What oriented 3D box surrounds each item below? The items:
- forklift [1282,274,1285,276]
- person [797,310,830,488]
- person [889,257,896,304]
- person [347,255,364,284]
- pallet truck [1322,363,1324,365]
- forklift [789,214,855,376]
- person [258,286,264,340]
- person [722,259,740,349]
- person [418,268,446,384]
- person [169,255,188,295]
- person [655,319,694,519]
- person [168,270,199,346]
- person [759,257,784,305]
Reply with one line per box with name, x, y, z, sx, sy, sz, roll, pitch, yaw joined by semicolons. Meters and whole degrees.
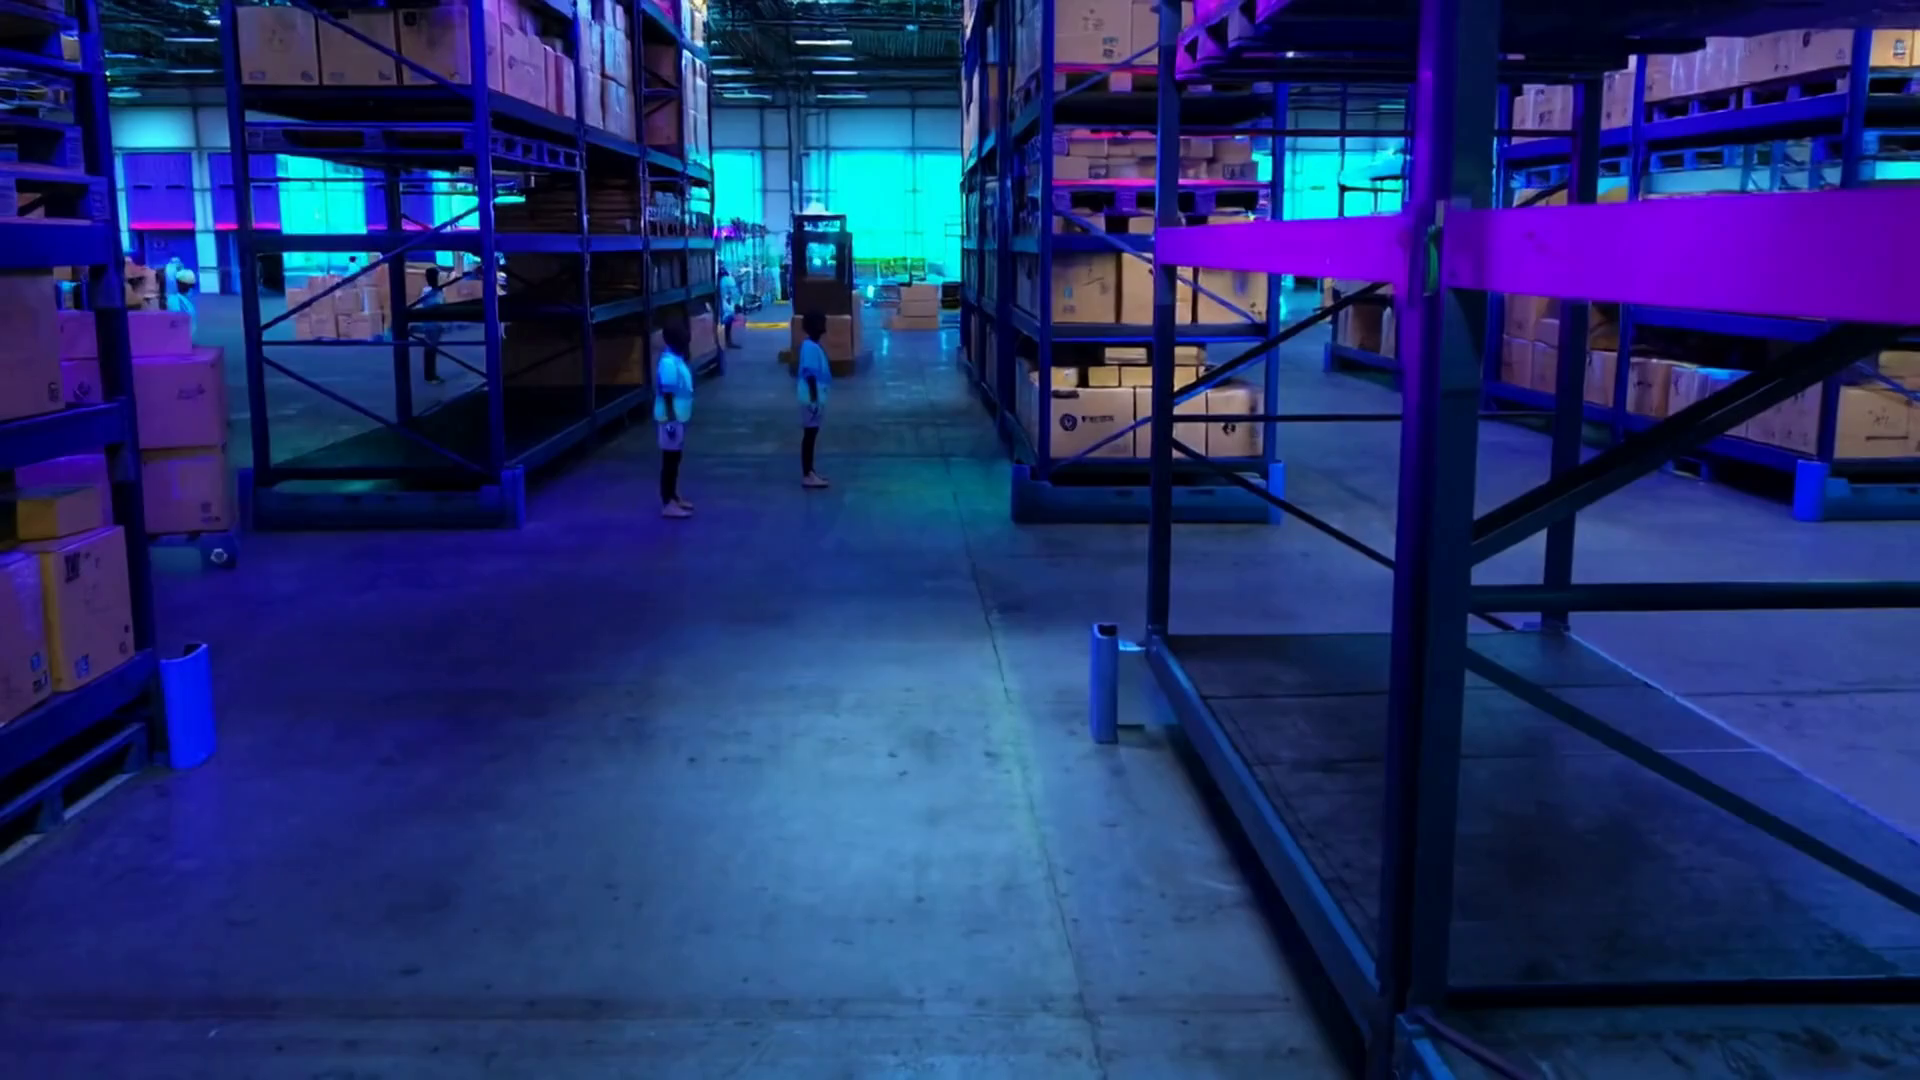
forklift;12.240;-10.302;62.509;1.129;2.768;1.873;0;10;-2
person;-1.402;-1.349;15.942;0.319;1.694;0.532;0;10;-2
person;-2.527;-9.821;63.004;0.295;1.744;0.484;0;10;-2
person;-22.534;-9.714;62.085;1.030;1.869;0.570;4;11;23
pallet truck;7.712;-4.157;30.737;1.885;1.965;0.823;3;11;16
forklift;-2.439;-4.342;29.308;1.129;2.768;1.873;0;10;-2
person;-16.728;-5.559;39.390;0.319;1.696;0.532;0;10;-2
person;-5.047;-5.189;36.592;0.368;1.960;0.602;0;10;-2
person;-8.768;-3.544;27.578;0.388;1.913;0.606;0;10;-2
person;-31.981;-10.755;68.057;0.926;1.800;0.648;9;14;41
person;-2.424;-1.032;14.199;0.324;1.688;0.574;0;10;2
person;-11.144;-2.913;23.995;0.366;1.931;0.542;0;10;-2
person;-7.088;-9.665;62.036;1.005;1.777;0.543;3;11;17
